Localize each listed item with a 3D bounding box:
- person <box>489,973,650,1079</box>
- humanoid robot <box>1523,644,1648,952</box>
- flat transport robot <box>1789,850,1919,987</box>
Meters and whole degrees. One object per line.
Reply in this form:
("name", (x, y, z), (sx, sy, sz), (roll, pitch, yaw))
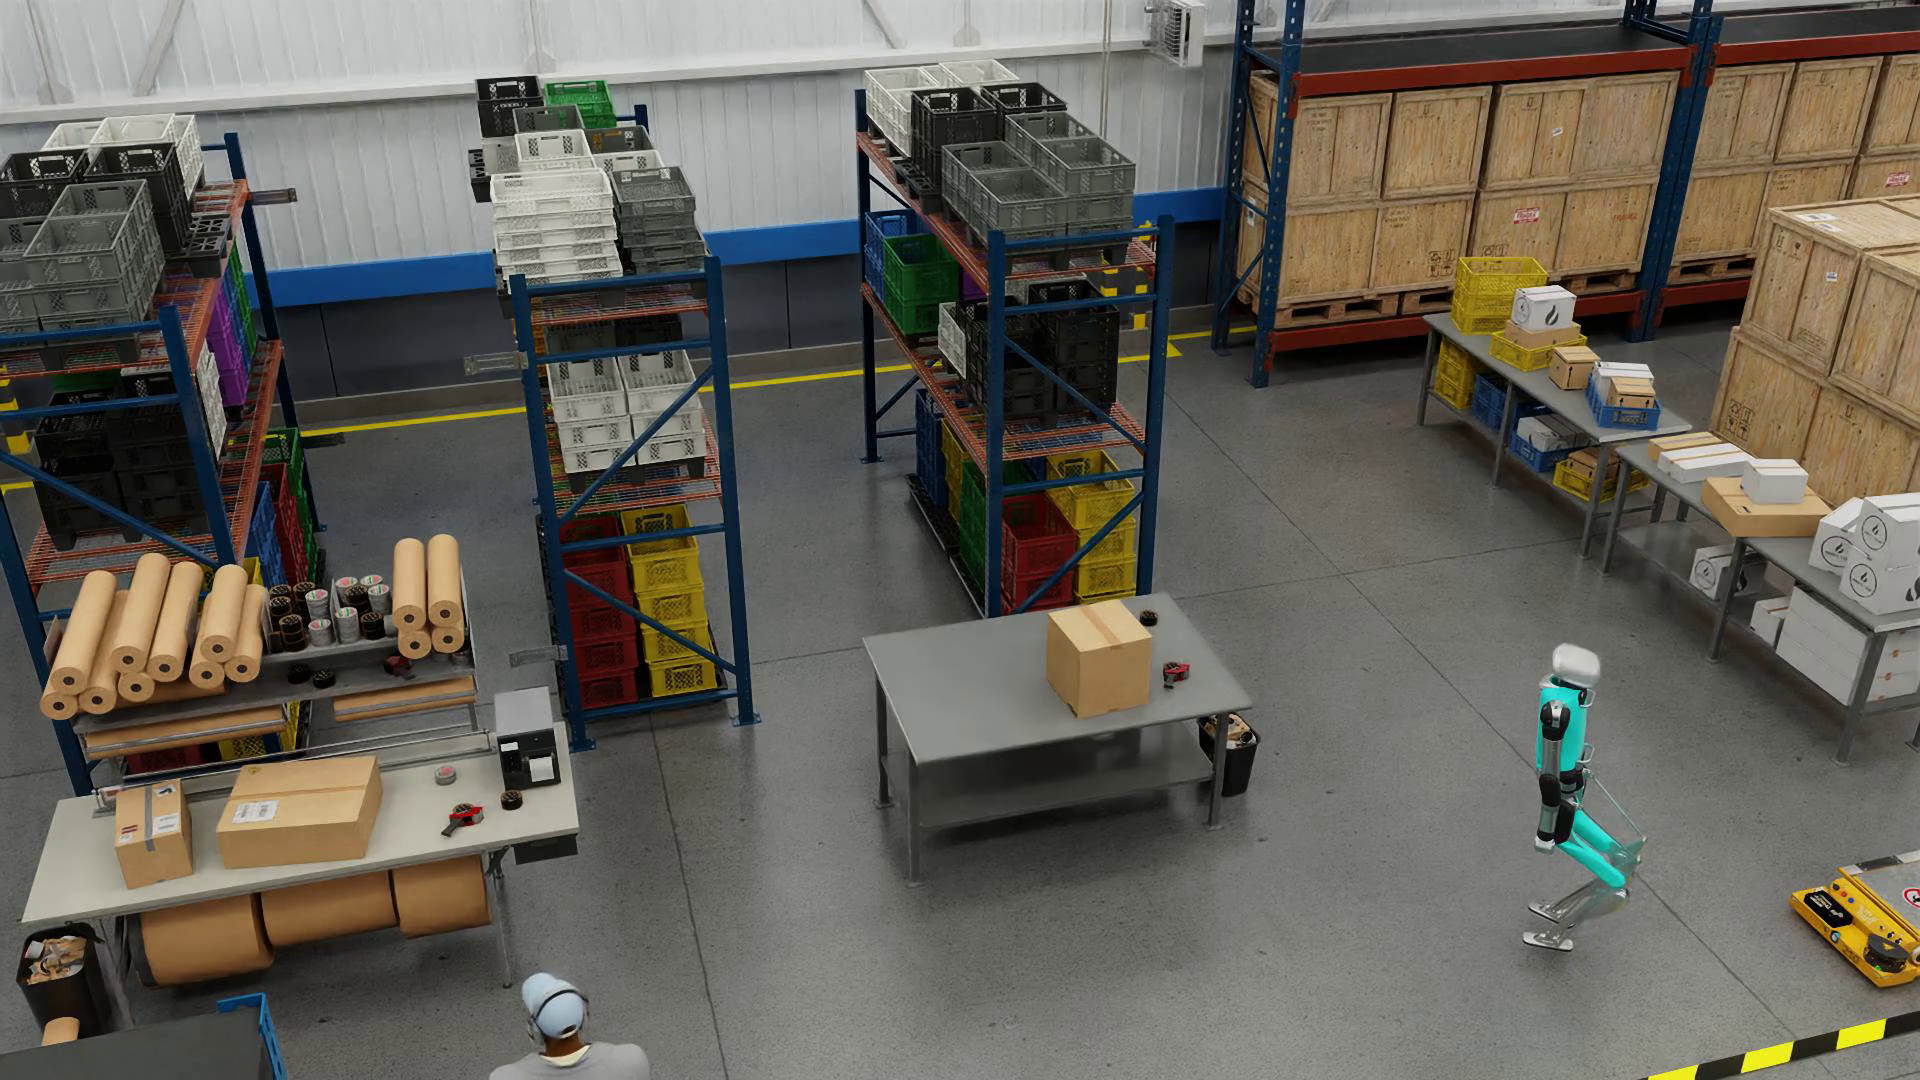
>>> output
("person", (-1.407, 2.355, 6.233), (0.589, 1.852, 0.366), (-8, 30, -15))
("humanoid robot", (3.101, 1.310, 8.111), (0.735, 1.681, 0.533), (15, 32, 25))
("flat transport robot", (5.163, 1.916, 8.676), (1.431, 0.231, 0.659), (-8, 30, -14))
